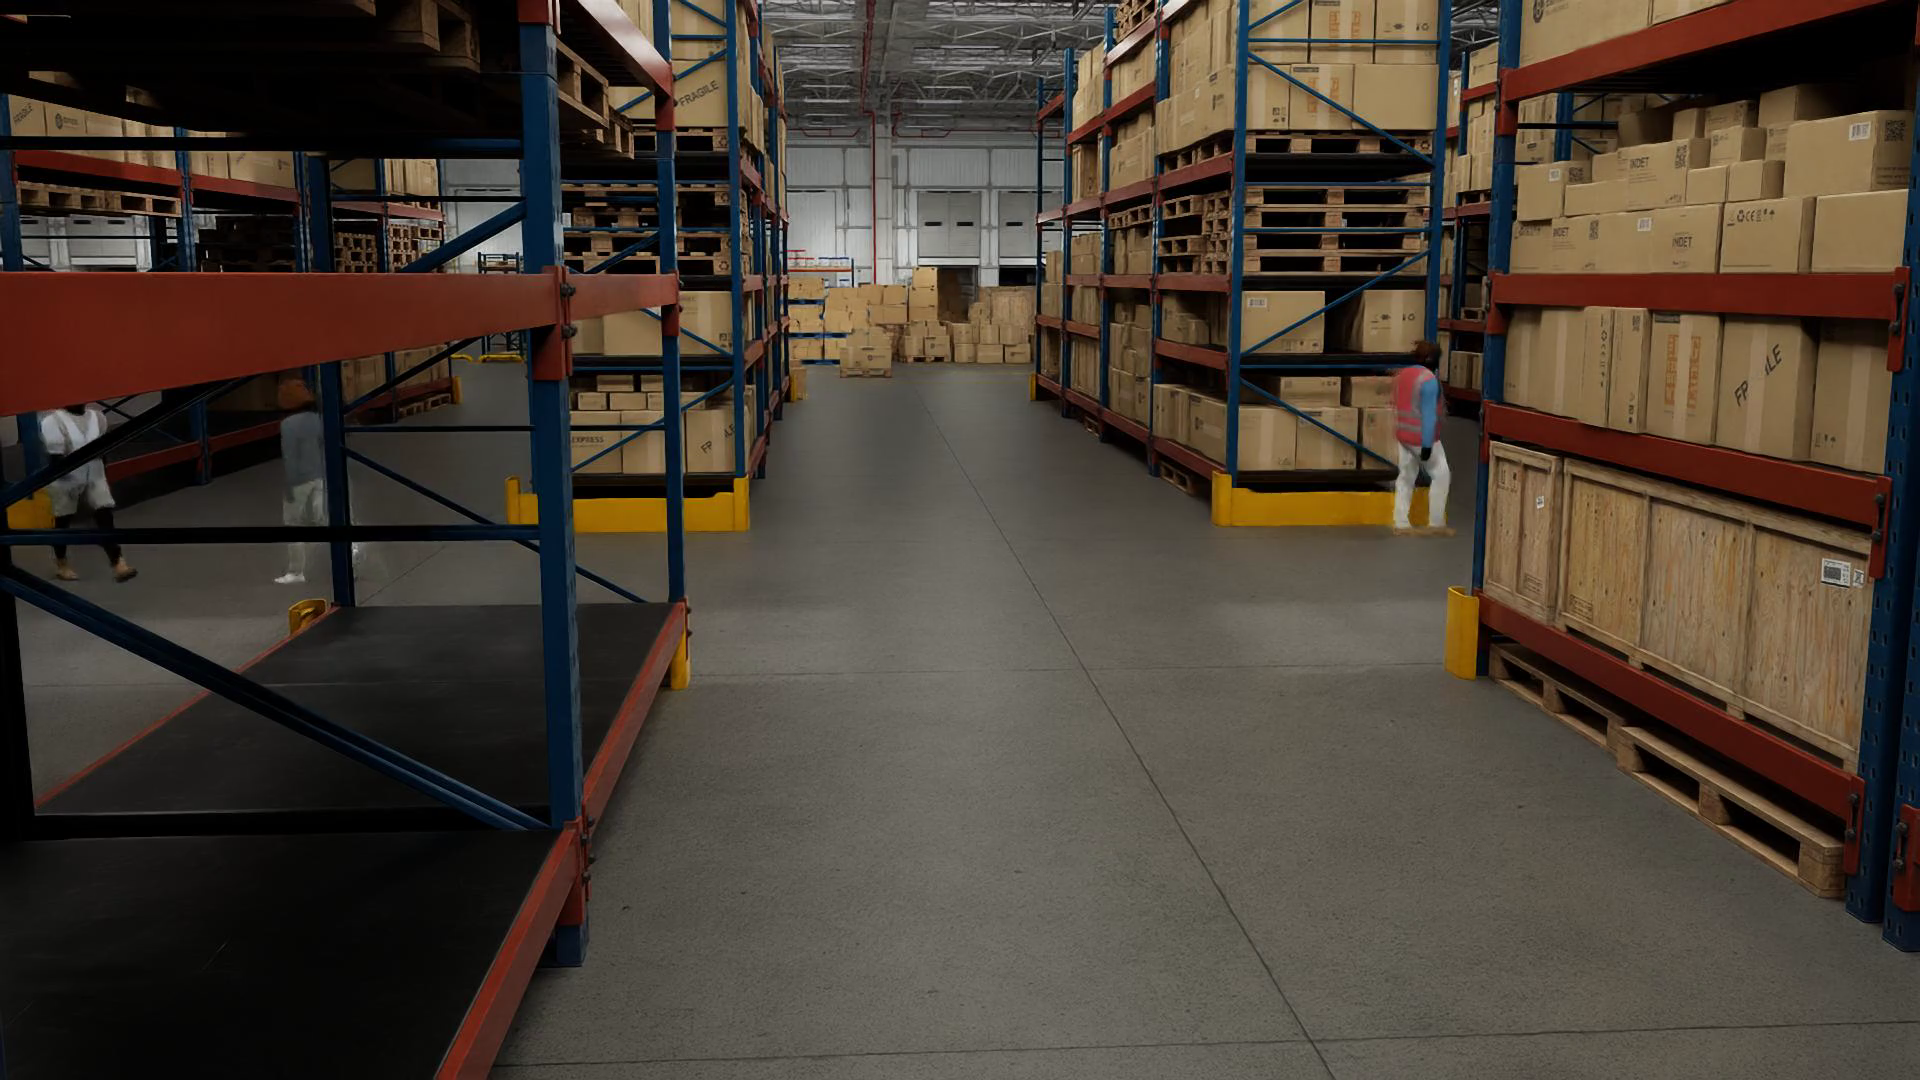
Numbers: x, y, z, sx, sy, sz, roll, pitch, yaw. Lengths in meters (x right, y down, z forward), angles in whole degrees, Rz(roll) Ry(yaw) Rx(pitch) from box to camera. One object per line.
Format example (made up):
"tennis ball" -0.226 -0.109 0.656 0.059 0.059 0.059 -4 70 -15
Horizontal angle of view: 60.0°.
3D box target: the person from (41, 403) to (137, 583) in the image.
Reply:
"person" -6.822 -0.465 12.900 0.916 1.639 0.548 6 11 34

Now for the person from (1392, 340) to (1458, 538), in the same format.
"person" 4.302 -0.914 15.236 0.689 1.810 0.618 -2 9 -15

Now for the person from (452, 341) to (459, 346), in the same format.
"person" -16.970 -7.465 55.954 0.376 1.940 0.629 -4 10 -25

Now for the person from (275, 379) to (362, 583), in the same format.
"person" -5.020 -0.450 12.911 0.655 1.610 0.528 2 9 12
